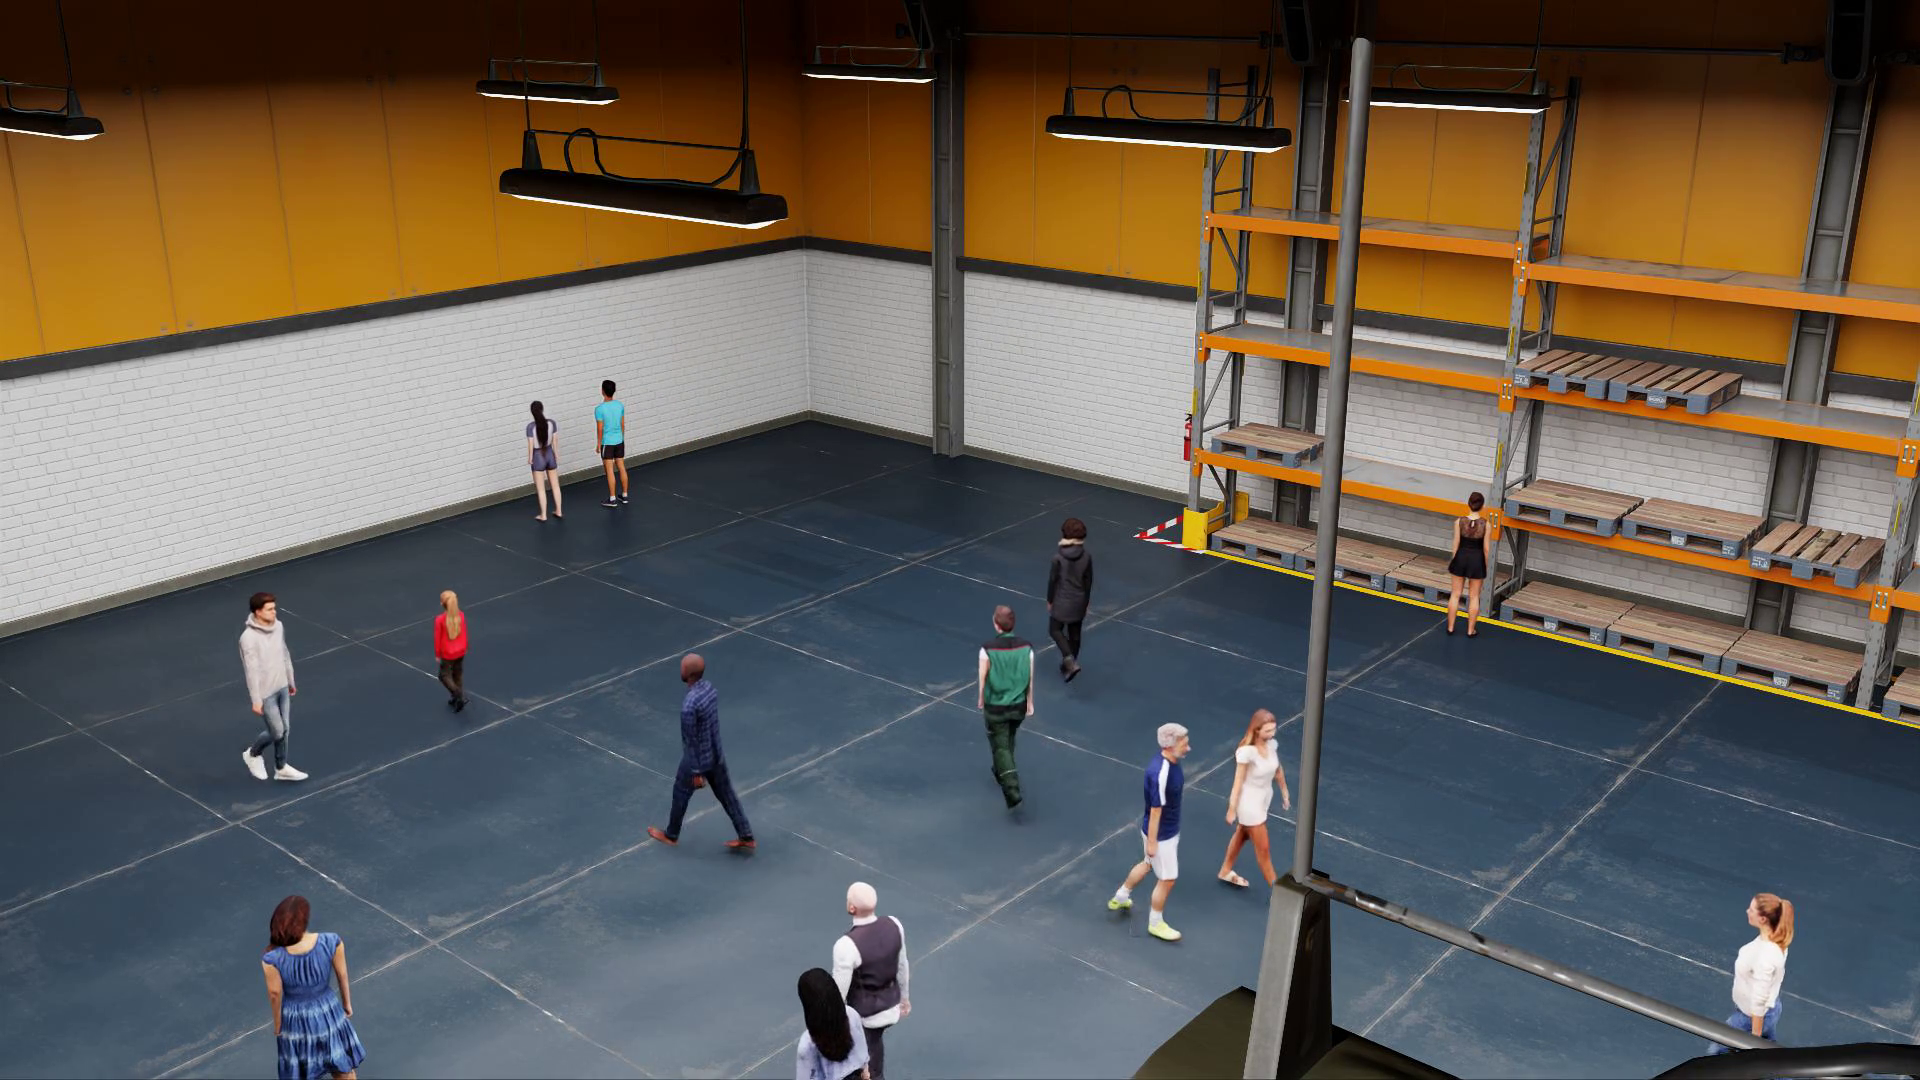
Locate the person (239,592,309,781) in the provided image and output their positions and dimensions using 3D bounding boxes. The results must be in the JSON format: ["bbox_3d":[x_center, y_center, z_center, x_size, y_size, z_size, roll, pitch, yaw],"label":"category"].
[{"bbox_3d":[-6.316,1.346,15.034,0.951,1.839,0.872,4,19,13],"label":"person"}]

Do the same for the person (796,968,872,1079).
[{"bbox_3d":[-0.648,3.269,9.511,0.762,1.720,0.651,17,25,41],"label":"person"}]

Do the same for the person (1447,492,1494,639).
[{"bbox_3d":[5.663,0.265,18.498,0.581,1.678,0.702,8,20,23],"label":"person"}]

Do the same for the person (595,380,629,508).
[{"bbox_3d":[-4.833,-1.354,23.149,0.521,1.777,0.617,16,25,40],"label":"person"}]

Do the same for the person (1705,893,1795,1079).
[{"bbox_3d":[5.033,3.017,10.338,1.118,1.670,0.665,14,23,35],"label":"person"}]

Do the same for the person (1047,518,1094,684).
[{"bbox_3d":[1.153,0.664,17.179,0.889,1.762,1.003,-6,20,-17],"label":"person"}]

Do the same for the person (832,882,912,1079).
[{"bbox_3d":[-0.482,2.979,10.243,0.779,1.803,0.704,13,23,34],"label":"person"}]

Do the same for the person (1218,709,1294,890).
[{"bbox_3d":[2.257,2.073,13.171,1.072,1.651,0.777,17,25,40],"label":"person"}]

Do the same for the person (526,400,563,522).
[{"bbox_3d":[-5.638,-1.086,22.554,0.624,1.649,0.558,-15,24,-38],"label":"person"}]

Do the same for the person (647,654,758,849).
[{"bbox_3d":[-2.050,1.803,13.787,1.285,1.769,0.929,7,20,19],"label":"person"}]

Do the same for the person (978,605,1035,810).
[{"bbox_3d":[0.410,1.493,14.658,1.050,1.801,1.238,-5,19,-16],"label":"person"}]

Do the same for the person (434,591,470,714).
[{"bbox_3d":[-5.039,1.129,16.560,0.668,1.276,0.495,15,24,38],"label":"person"}]

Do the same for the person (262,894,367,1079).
[{"bbox_3d":[-3.966,2.990,10.203,0.736,1.807,0.691,-11,22,-30],"label":"person"}]

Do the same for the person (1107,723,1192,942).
[{"bbox_3d":[1.472,2.185,12.600,1.001,1.803,0.923,2,19,7],"label":"person"}]
